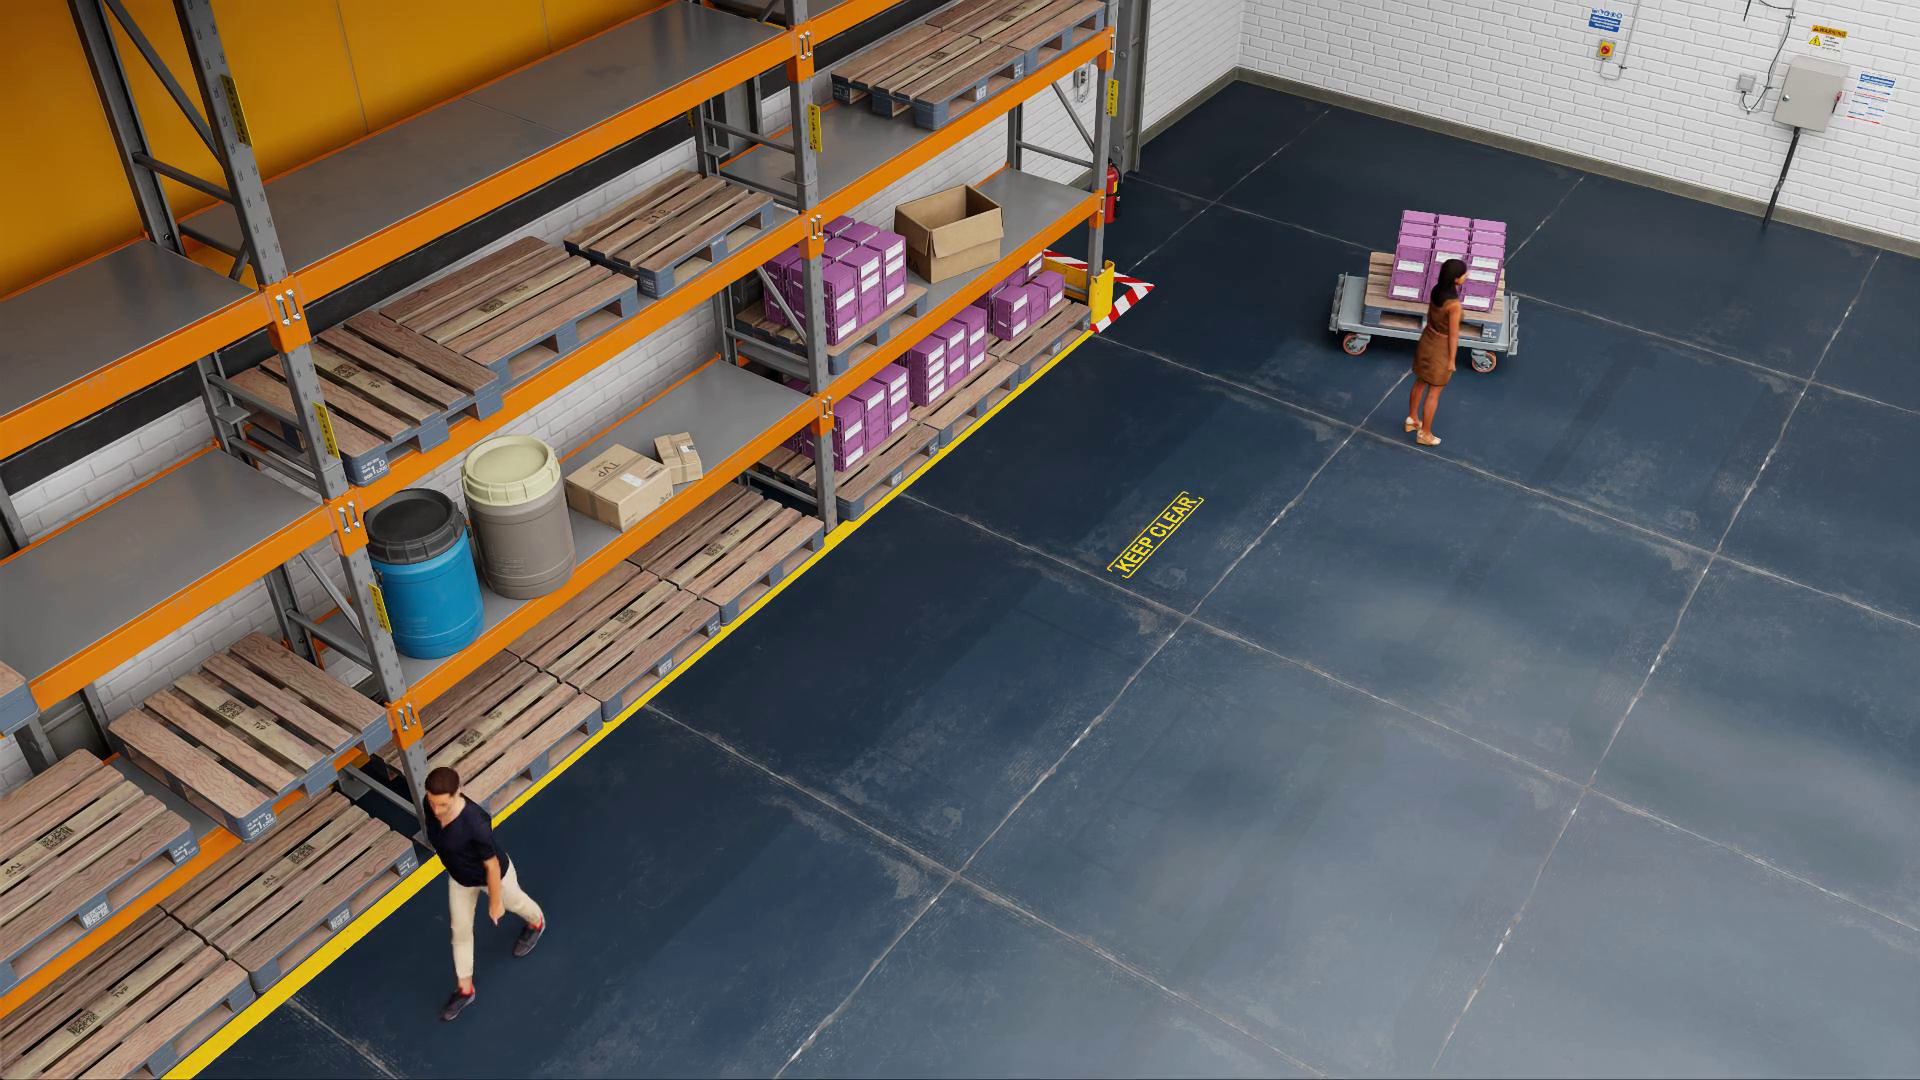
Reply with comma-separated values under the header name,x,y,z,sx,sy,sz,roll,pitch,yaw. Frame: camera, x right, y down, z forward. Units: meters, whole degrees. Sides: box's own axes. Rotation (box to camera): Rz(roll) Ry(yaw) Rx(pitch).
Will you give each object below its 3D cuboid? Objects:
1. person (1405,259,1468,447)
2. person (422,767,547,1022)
name,x,y,z,sx,sy,sz,roll,pitch,yaw
person,3.924,-1.554,13.681,0.689,1.690,0.643,-9,40,-11
person,-2.664,1.806,9.382,0.810,1.804,1.162,17,42,20
